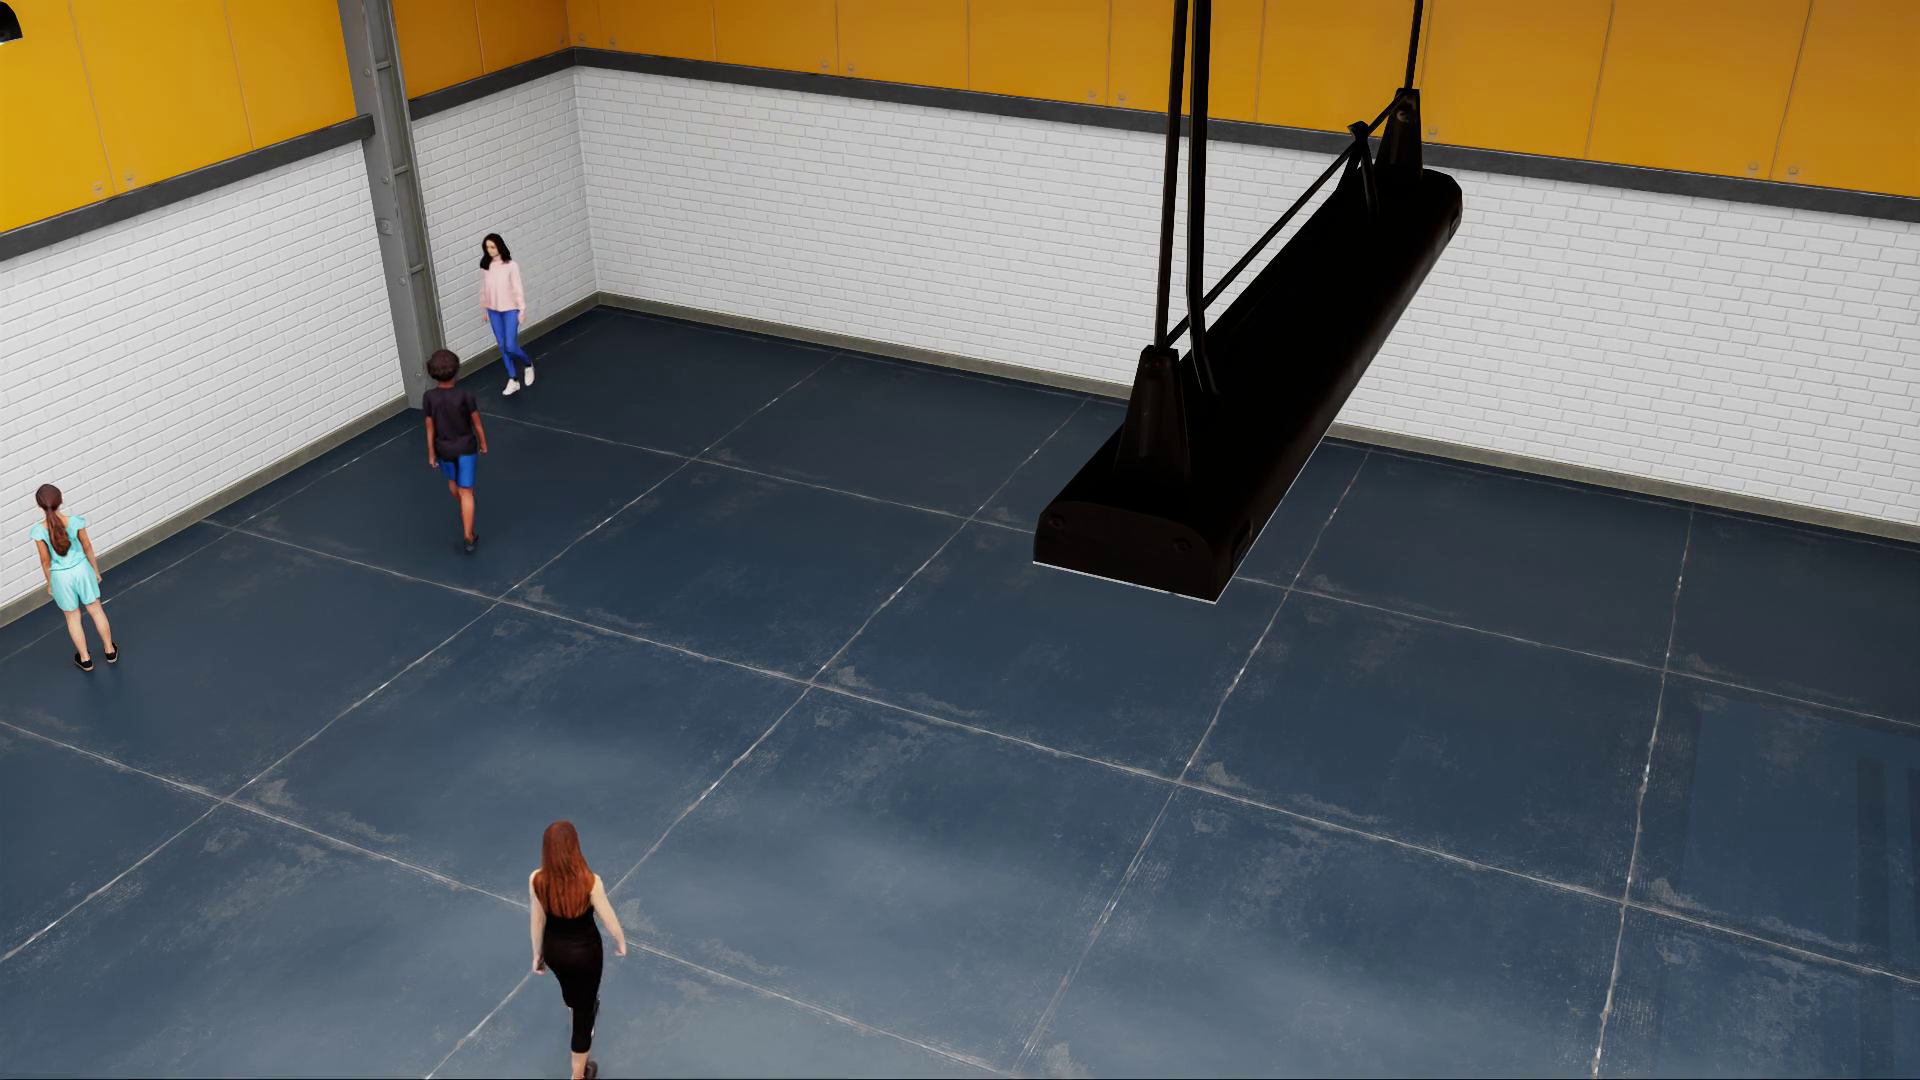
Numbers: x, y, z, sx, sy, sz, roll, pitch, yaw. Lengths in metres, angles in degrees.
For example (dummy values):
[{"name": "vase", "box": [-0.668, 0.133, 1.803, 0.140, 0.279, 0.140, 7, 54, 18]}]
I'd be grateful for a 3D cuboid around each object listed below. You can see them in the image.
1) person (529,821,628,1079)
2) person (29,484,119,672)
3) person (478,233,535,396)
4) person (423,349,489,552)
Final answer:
[{"name": "person", "box": [-2.112, 2.290, 8.920, 0.776, 1.705, 1.007, 4, 29, 8]}, {"name": "person", "box": [-6.827, 0.272, 12.774, 0.596, 1.558, 0.693, -20, 34, -32]}, {"name": "person", "box": [-4.741, -2.403, 17.469, 0.664, 1.759, 0.680, 11, 30, 19]}, {"name": "person", "box": [-4.376, -0.739, 14.430, 1.006, 1.747, 1.217, -3, 29, -6]}]
